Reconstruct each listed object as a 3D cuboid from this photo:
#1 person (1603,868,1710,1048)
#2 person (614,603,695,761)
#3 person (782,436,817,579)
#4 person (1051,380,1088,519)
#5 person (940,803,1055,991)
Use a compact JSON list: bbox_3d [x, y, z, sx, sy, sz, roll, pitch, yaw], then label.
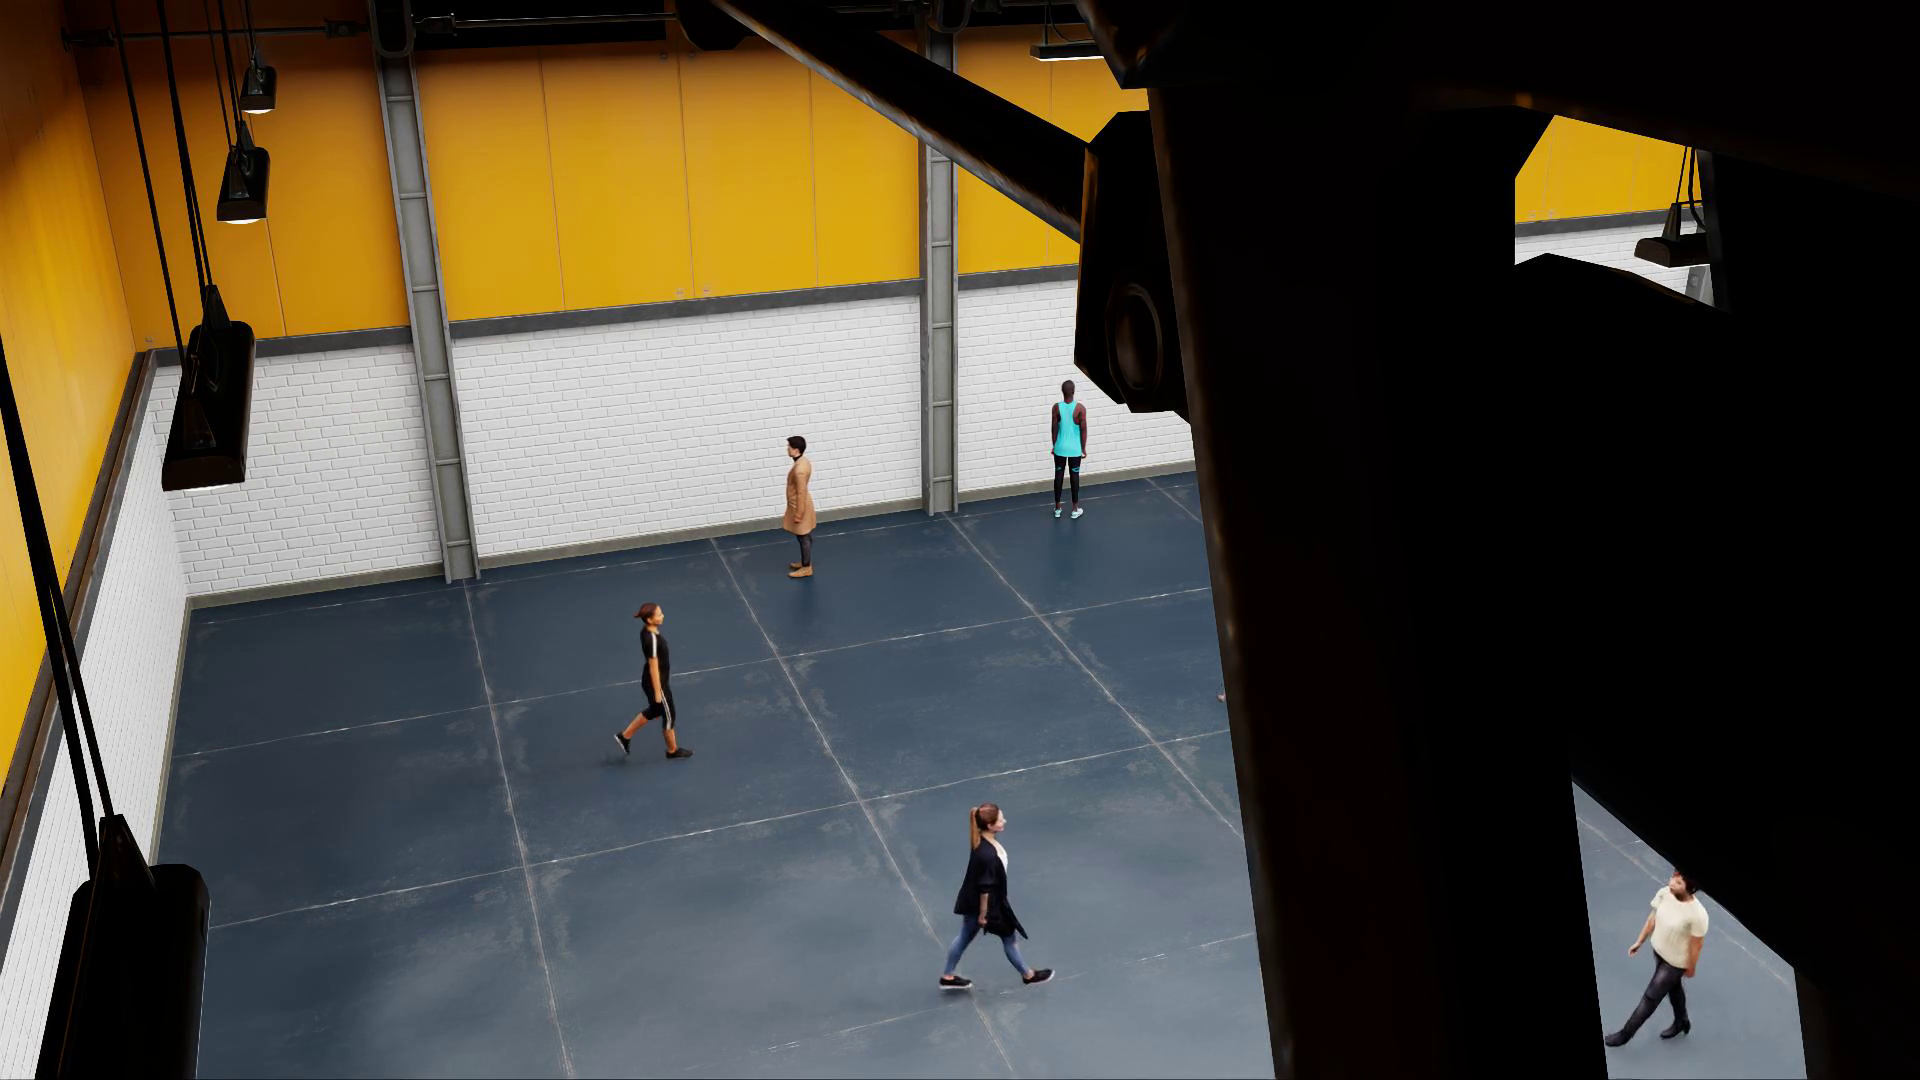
[{"bbox_3d":[5.160,2.983,11.929,1.030,1.550,0.702,-4,24,-10],"label":"person"},{"bbox_3d":[-2.920,1.340,15.562,0.960,1.650,0.640,-6,24,-13],"label":"person"},{"bbox_3d":[-1.854,-0.410,19.470,0.718,1.727,0.732,-1,24,-2],"label":"person"},{"bbox_3d":[1.363,-1.154,21.068,0.647,1.811,0.752,6,24,13],"label":"person"},{"bbox_3d":[0.104,2.714,12.439,1.158,1.633,0.799,-2,24,-5],"label":"person"}]
